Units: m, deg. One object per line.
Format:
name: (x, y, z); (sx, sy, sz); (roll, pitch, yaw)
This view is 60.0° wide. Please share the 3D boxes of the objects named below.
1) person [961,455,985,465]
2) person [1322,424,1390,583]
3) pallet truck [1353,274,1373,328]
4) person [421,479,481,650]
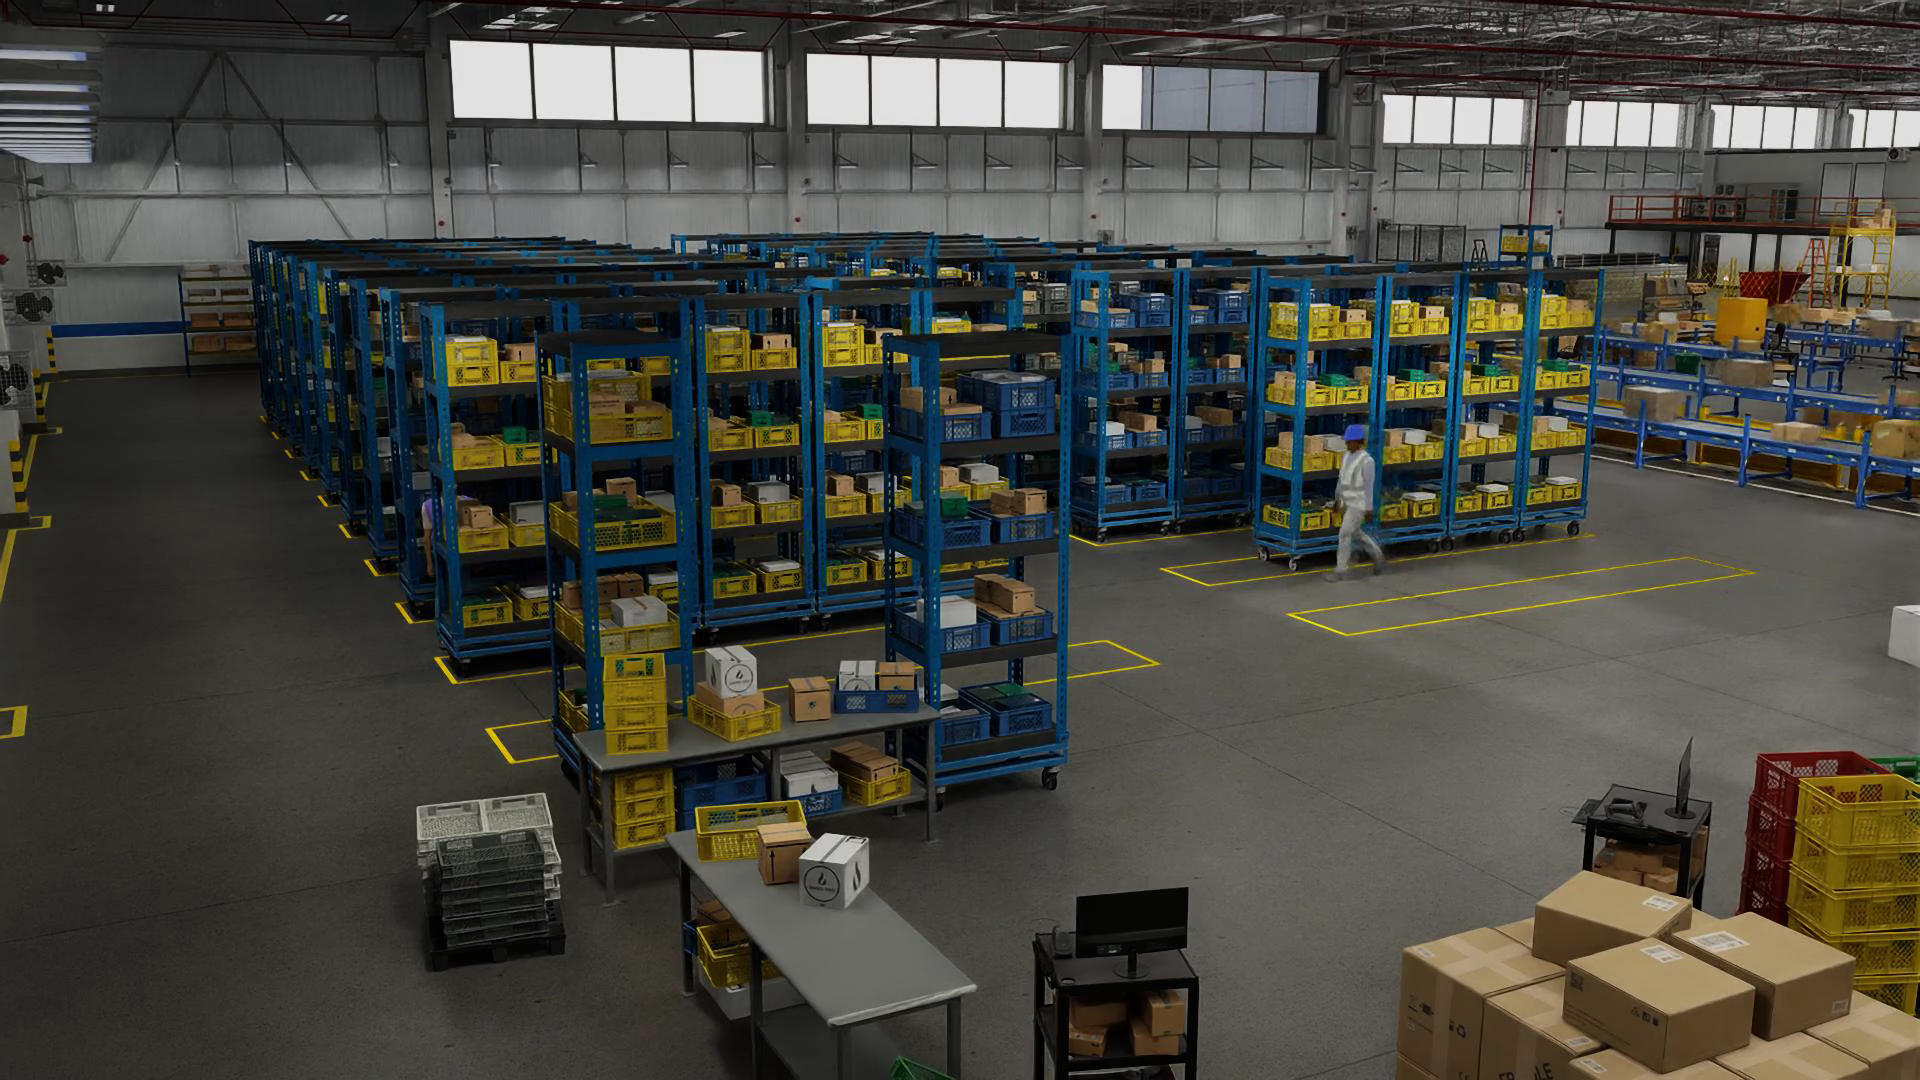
person: (0.221, -0.930, 22.329); (0.404, 1.830, 0.603); (-2, 12, -8)
person: (4.794, -0.458, 19.936); (0.910, 1.913, 0.607); (-3, 12, -15)
pallet truck: (13.011, -8.050, 55.243); (0.823, 1.965, 1.885); (-7, 14, -28)
person: (-5.216, 0.186, 17.078); (0.565, 1.846, 0.390); (-9, 15, -36)
